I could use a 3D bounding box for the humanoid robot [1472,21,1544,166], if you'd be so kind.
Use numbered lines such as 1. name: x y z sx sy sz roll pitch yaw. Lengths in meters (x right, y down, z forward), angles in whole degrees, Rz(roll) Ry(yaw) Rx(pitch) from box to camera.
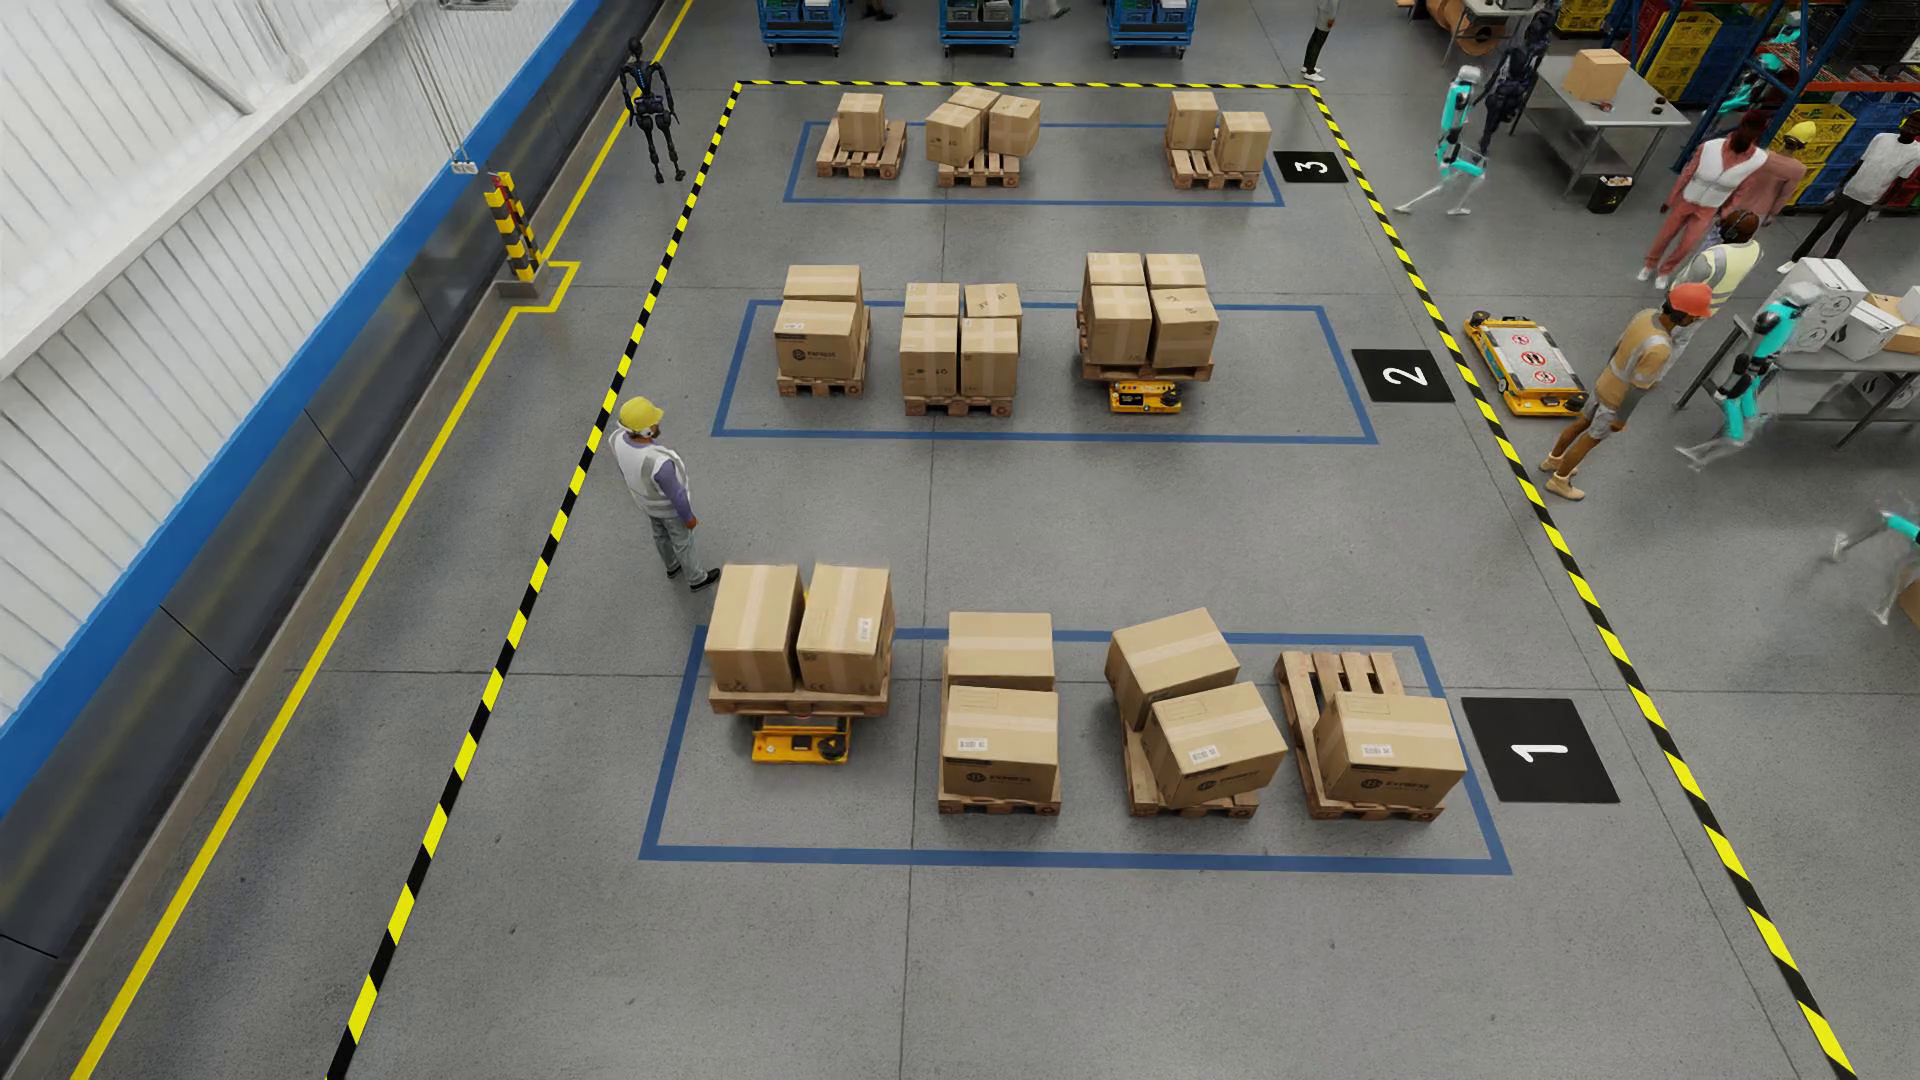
1. humanoid robot: 6.780 -5.604 11.460 0.595 1.643 0.632 -4 49 -3

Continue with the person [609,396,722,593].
1. person: -2.180 -0.313 6.771 0.598 1.827 0.404 29 55 23

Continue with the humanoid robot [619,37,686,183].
1. humanoid robot: -3.733 -5.175 11.069 0.599 1.659 0.315 -7 49 -6

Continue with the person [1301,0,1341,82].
1. person: 5.257 -7.538 13.011 0.369 1.852 0.591 5 49 4

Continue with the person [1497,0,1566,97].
1. person: 8.014 -7.077 12.617 0.482 1.842 0.582 29 55 23

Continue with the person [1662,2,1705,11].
1. person: 10.431 -7.793 13.318 0.840 1.701 0.509 -5 49 -4

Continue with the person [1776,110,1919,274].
1. person: 9.372 -3.566 9.571 0.331 1.861 0.497 -21 52 -17

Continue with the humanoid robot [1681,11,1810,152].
1. humanoid robot: 9.727 -5.625 11.443 1.043 1.740 0.552 1 49 1

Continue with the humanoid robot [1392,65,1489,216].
1. humanoid robot: 5.753 -4.437 10.448 1.047 1.769 0.537 9 50 8

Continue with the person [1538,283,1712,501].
1. person: 5.331 -1.181 7.384 0.379 2.039 0.615 12 50 10

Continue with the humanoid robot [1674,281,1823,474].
1. humanoid robot: 6.663 -1.232 7.629 0.546 1.777 0.753 -25 54 -20

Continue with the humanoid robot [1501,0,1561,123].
1. humanoid robot: 7.570 -6.452 12.176 0.315 1.657 0.599 37 58 27

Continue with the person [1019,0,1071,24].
1. person: 1.331 -9.100 14.389 0.966 1.792 0.593 -4 49 -3

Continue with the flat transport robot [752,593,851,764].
1. flat transport robot: -1.090 0.943 6.698 0.652 0.197 1.431 1 49 1

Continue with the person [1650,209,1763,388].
1. person: 6.629 -2.133 8.348 0.628 1.835 0.429 -11 50 -10

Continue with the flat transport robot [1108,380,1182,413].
1. flat transport robot: 1.773 -1.807 9.079 0.652 0.197 1.431 1 49 1

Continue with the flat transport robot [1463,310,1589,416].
1. flat transport robot: 5.573 -1.757 9.054 0.659 0.231 1.431 1 49 1

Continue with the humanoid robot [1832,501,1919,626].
1. humanoid robot: 7.218 -0.212 6.773 0.533 1.783 0.984 6 49 5

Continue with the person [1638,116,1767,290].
1. person: 7.656 -3.479 9.482 0.593 1.887 0.523 29 55 23

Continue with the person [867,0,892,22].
1. person: -1.336 -9.300 14.482 0.376 1.932 0.550 -25 54 -20

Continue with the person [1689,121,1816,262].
1. person: 8.221 -3.462 9.539 0.310 1.768 0.521 -29 55 -23
